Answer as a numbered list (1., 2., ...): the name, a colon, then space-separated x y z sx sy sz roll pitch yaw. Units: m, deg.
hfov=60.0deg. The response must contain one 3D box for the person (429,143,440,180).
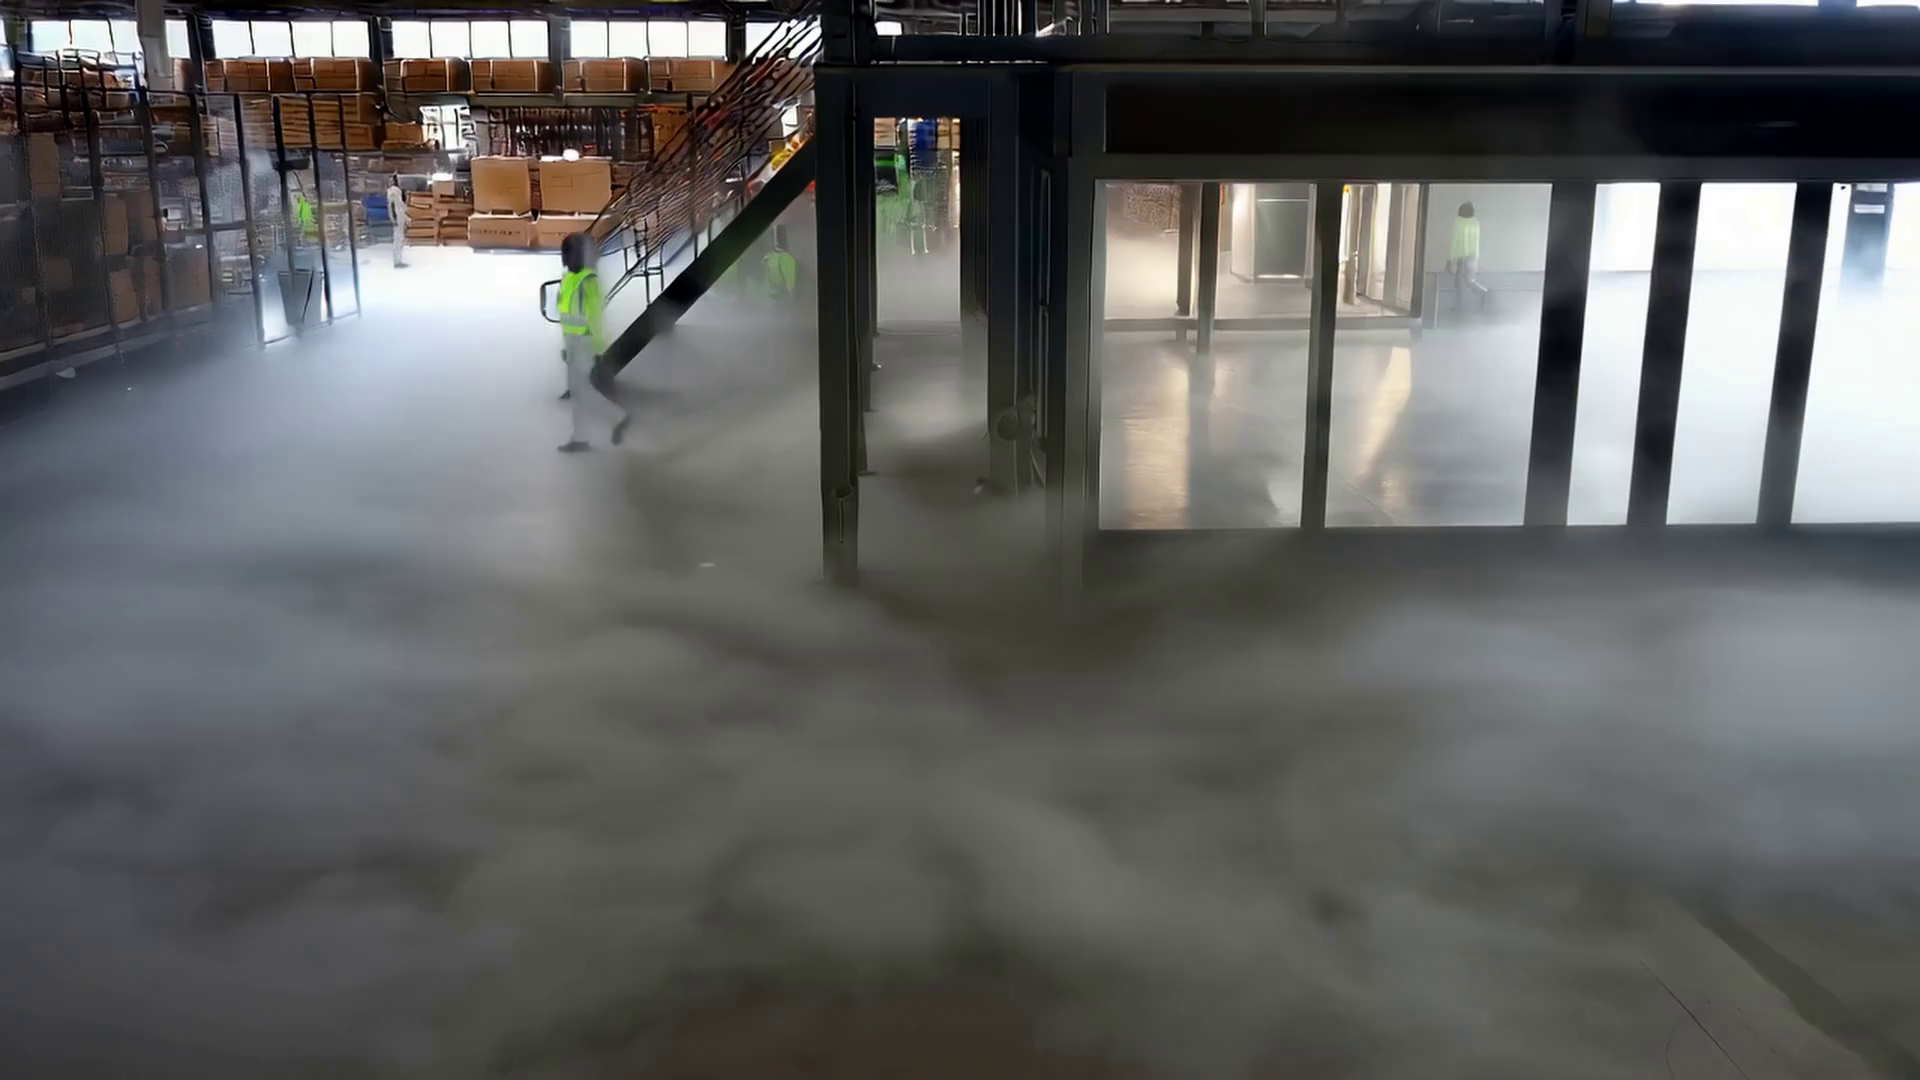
1. person: -26.217 -18.927 83.162 0.852 1.794 0.622 -3 14 -10

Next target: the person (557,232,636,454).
1. person: -3.131 -1.653 13.995 0.566 1.867 0.581 -9 16 -31

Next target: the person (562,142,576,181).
1. person: -17.766 -17.075 75.517 0.634 1.928 0.725 -6 15 -23

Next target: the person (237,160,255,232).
1. person: -16.056 -7.579 37.475 0.361 1.966 0.612 -7 15 -24

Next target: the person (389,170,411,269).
1. person: -10.816 -6.173 32.068 0.323 1.863 0.518 -2 14 -8

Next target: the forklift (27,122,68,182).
1. forklift: -35.376 -14.773 64.377 1.129 2.768 1.873 -1 14 -2

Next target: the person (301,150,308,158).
1. person: -26.387 -14.868 67.097 0.899 1.716 0.545 -5 15 -18

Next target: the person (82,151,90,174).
1. person: -34.372 -14.501 65.712 0.530 1.683 0.358 -7 16 -26
